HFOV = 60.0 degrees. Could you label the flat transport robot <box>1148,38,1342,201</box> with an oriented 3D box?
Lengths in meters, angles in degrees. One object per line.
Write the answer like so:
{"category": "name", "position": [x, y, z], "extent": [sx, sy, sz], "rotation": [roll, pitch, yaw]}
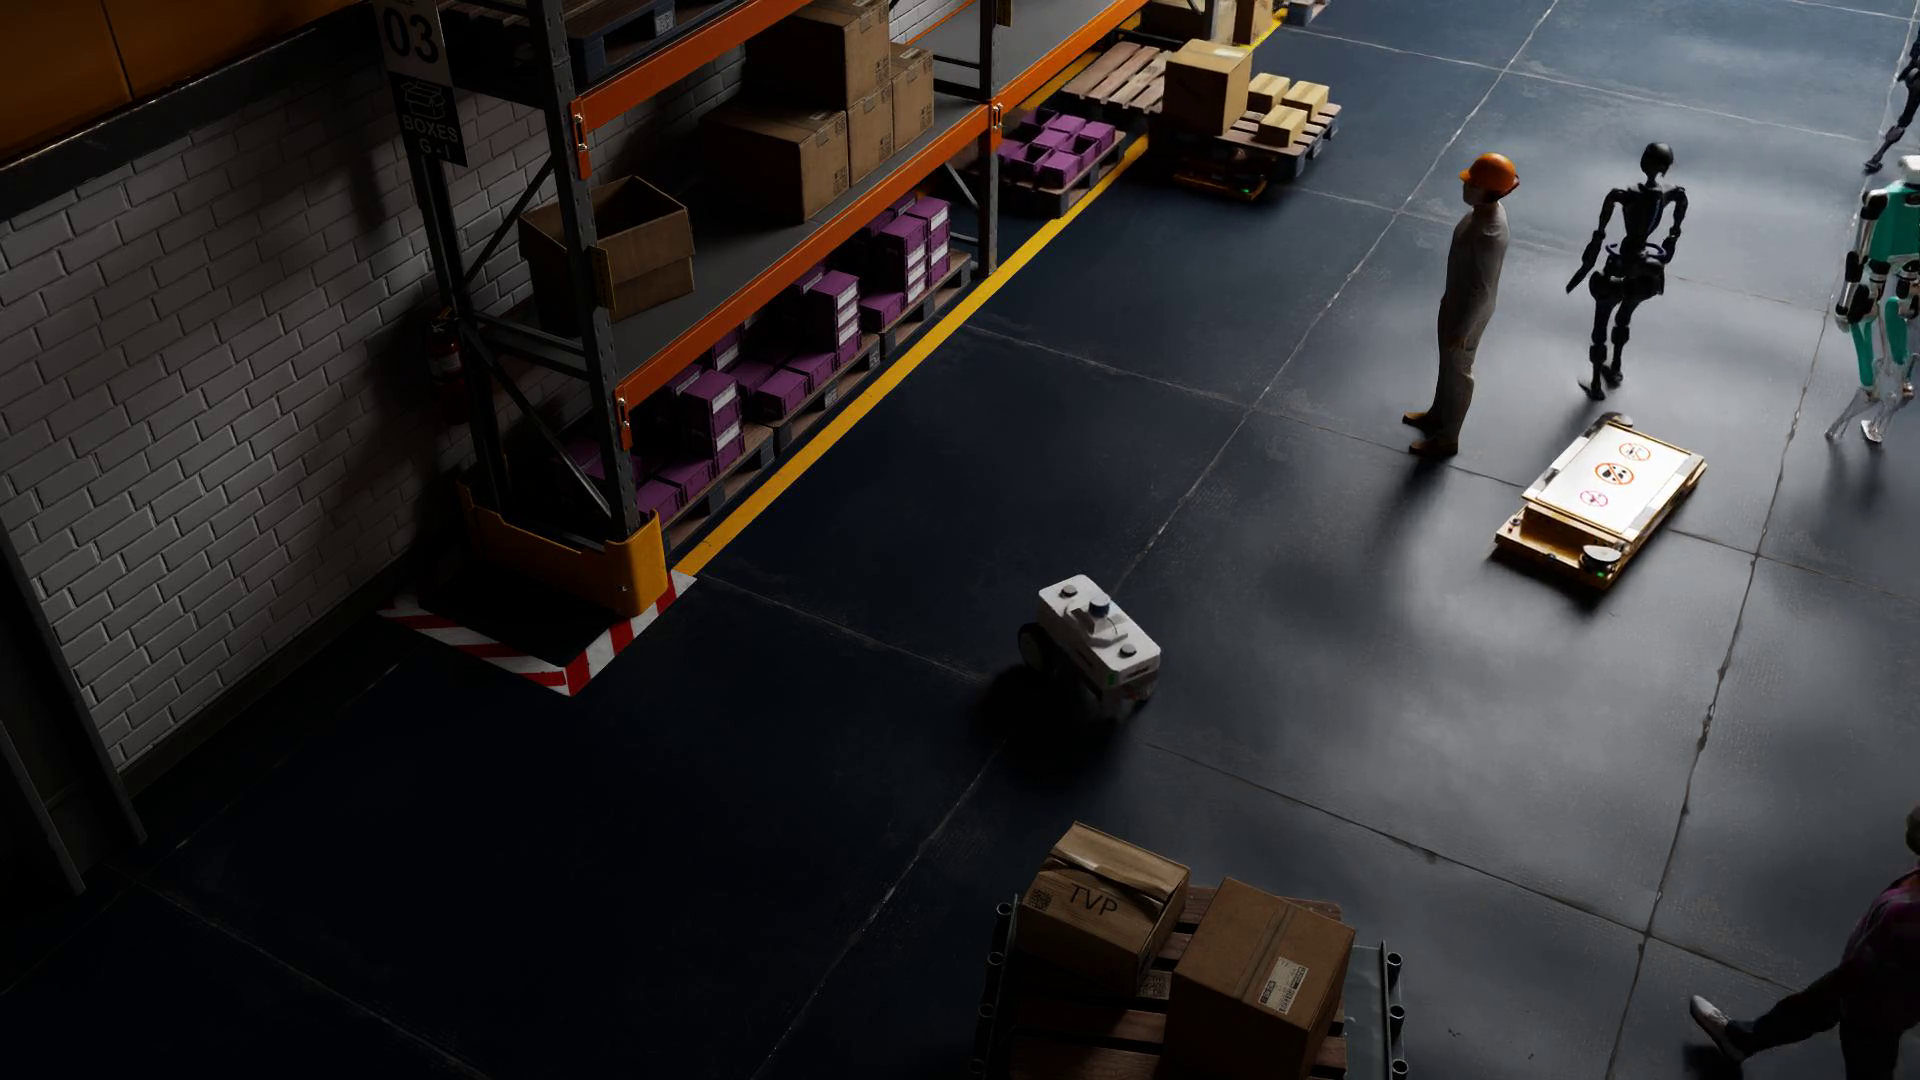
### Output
{"category": "flat transport robot", "position": [2.256, -3.091, 13.084], "extent": [0.659, 0.231, 1.431], "rotation": [19, 42, 22]}

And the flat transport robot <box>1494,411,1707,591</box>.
{"category": "flat transport robot", "position": [3.701, -0.253, 9.535], "extent": [0.659, 0.231, 1.431], "rotation": [28, 46, 30]}

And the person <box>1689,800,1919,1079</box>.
{"category": "person", "position": [3.227, 1.563, 6.033], "extent": [0.540, 1.802, 0.936], "rotation": [-29, 47, -31]}

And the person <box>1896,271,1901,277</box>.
{"category": "person", "position": [6.697, -2.488, 11.040], "extent": [0.656, 1.881, 0.713], "rotation": [-1, 39, -1]}

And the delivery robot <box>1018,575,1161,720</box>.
{"category": "delivery robot", "position": [0.668, 0.510, 8.367], "extent": [0.499, 0.611, 0.783], "rotation": [-20, 43, -23]}

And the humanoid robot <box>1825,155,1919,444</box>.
{"category": "humanoid robot", "position": [5.419, -1.282, 9.657], "extent": [0.530, 1.793, 0.703], "rotation": [-5, 39, -6]}

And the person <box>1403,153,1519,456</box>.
{"category": "person", "position": [2.907, -1.354, 9.610], "extent": [0.352, 1.898, 0.562], "rotation": [5, 39, 6]}

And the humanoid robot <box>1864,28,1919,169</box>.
{"category": "humanoid robot", "position": [7.325, -3.483, 12.456], "extent": [0.405, 1.638, 0.612], "rotation": [-23, 44, -26]}

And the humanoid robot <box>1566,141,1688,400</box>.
{"category": "humanoid robot", "position": [4.061, -1.636, 10.150], "extent": [0.600, 1.652, 0.397], "rotation": [-4, 39, -5]}
